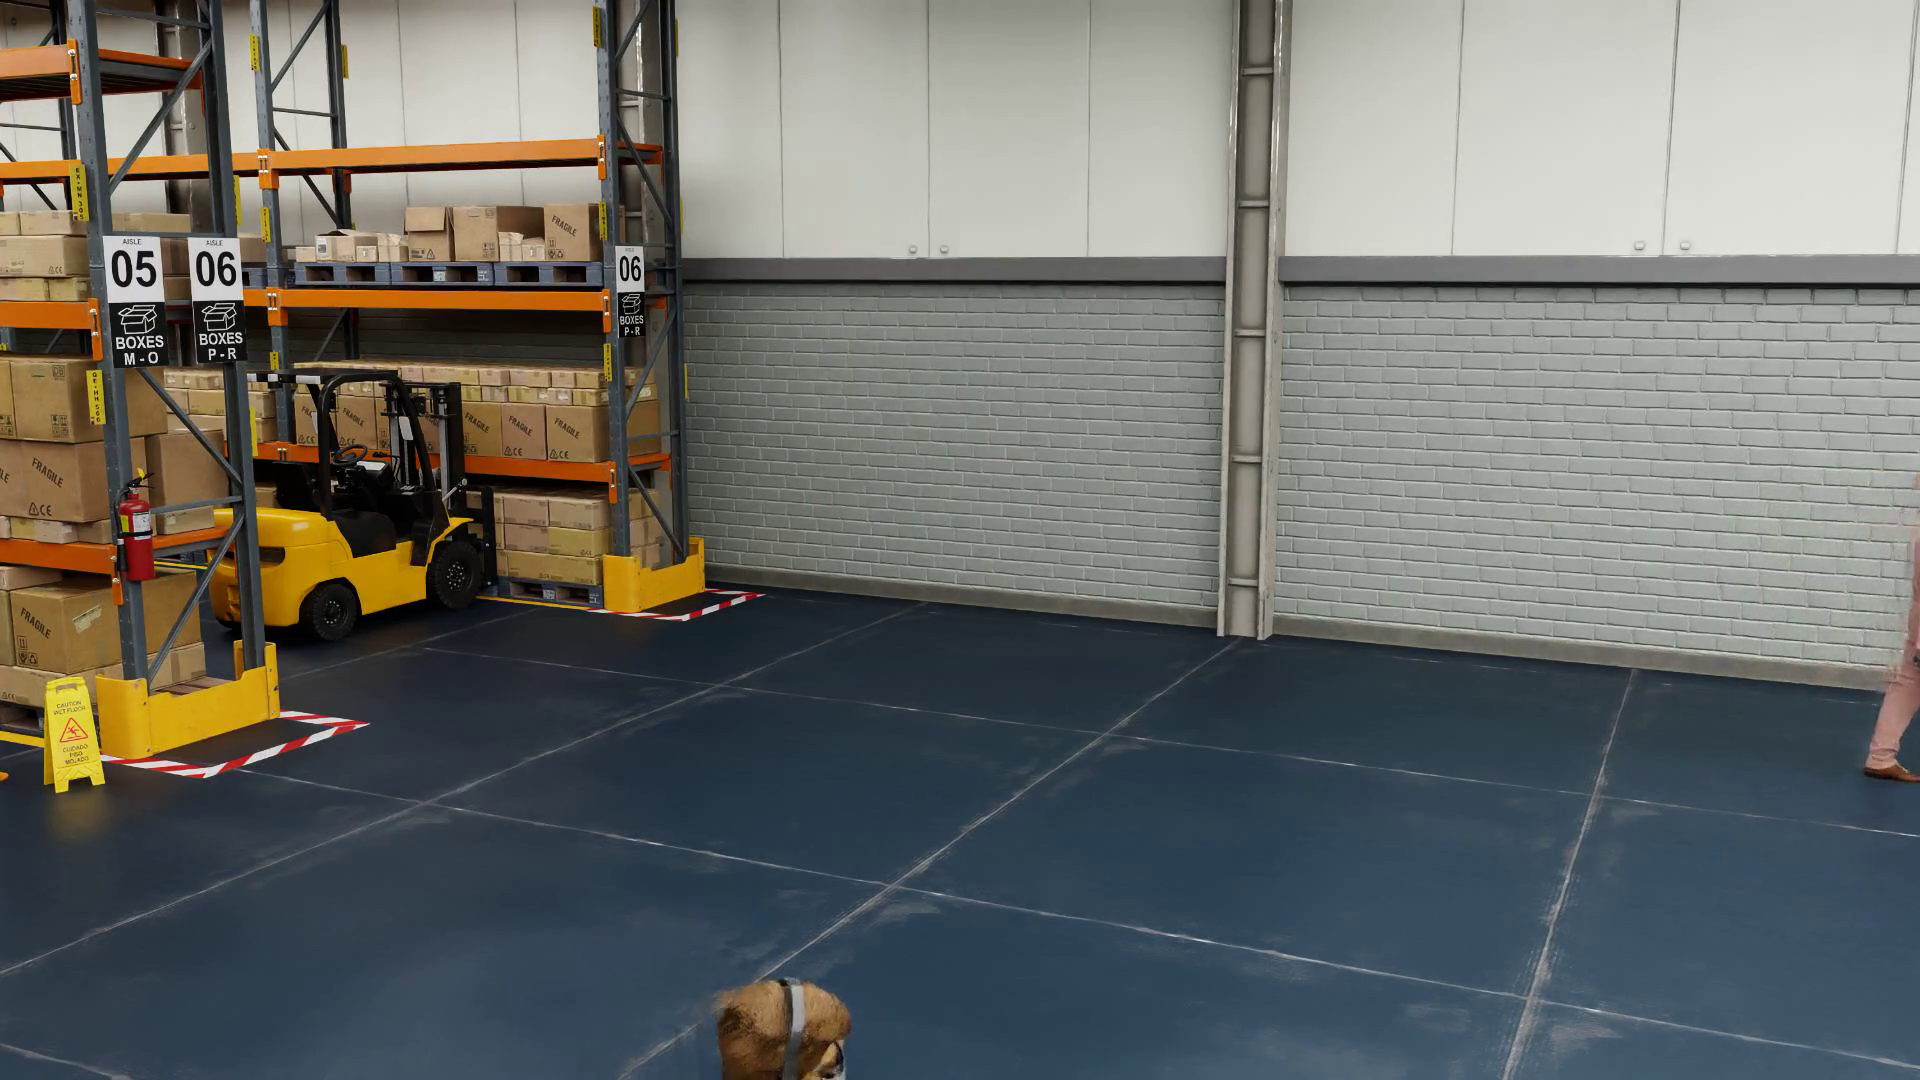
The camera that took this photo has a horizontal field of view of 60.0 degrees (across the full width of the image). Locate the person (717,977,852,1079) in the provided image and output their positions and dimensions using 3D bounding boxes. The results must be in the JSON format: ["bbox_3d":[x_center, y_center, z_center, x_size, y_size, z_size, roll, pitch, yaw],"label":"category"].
[{"bbox_3d":[-0.412,1.659,2.975,0.809,1.796,0.529,-8,12,-42],"label":"person"}]

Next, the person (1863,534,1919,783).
[{"bbox_3d":[5.798,0.545,9.603,0.954,1.860,0.658,4,10,25],"label":"person"}]
